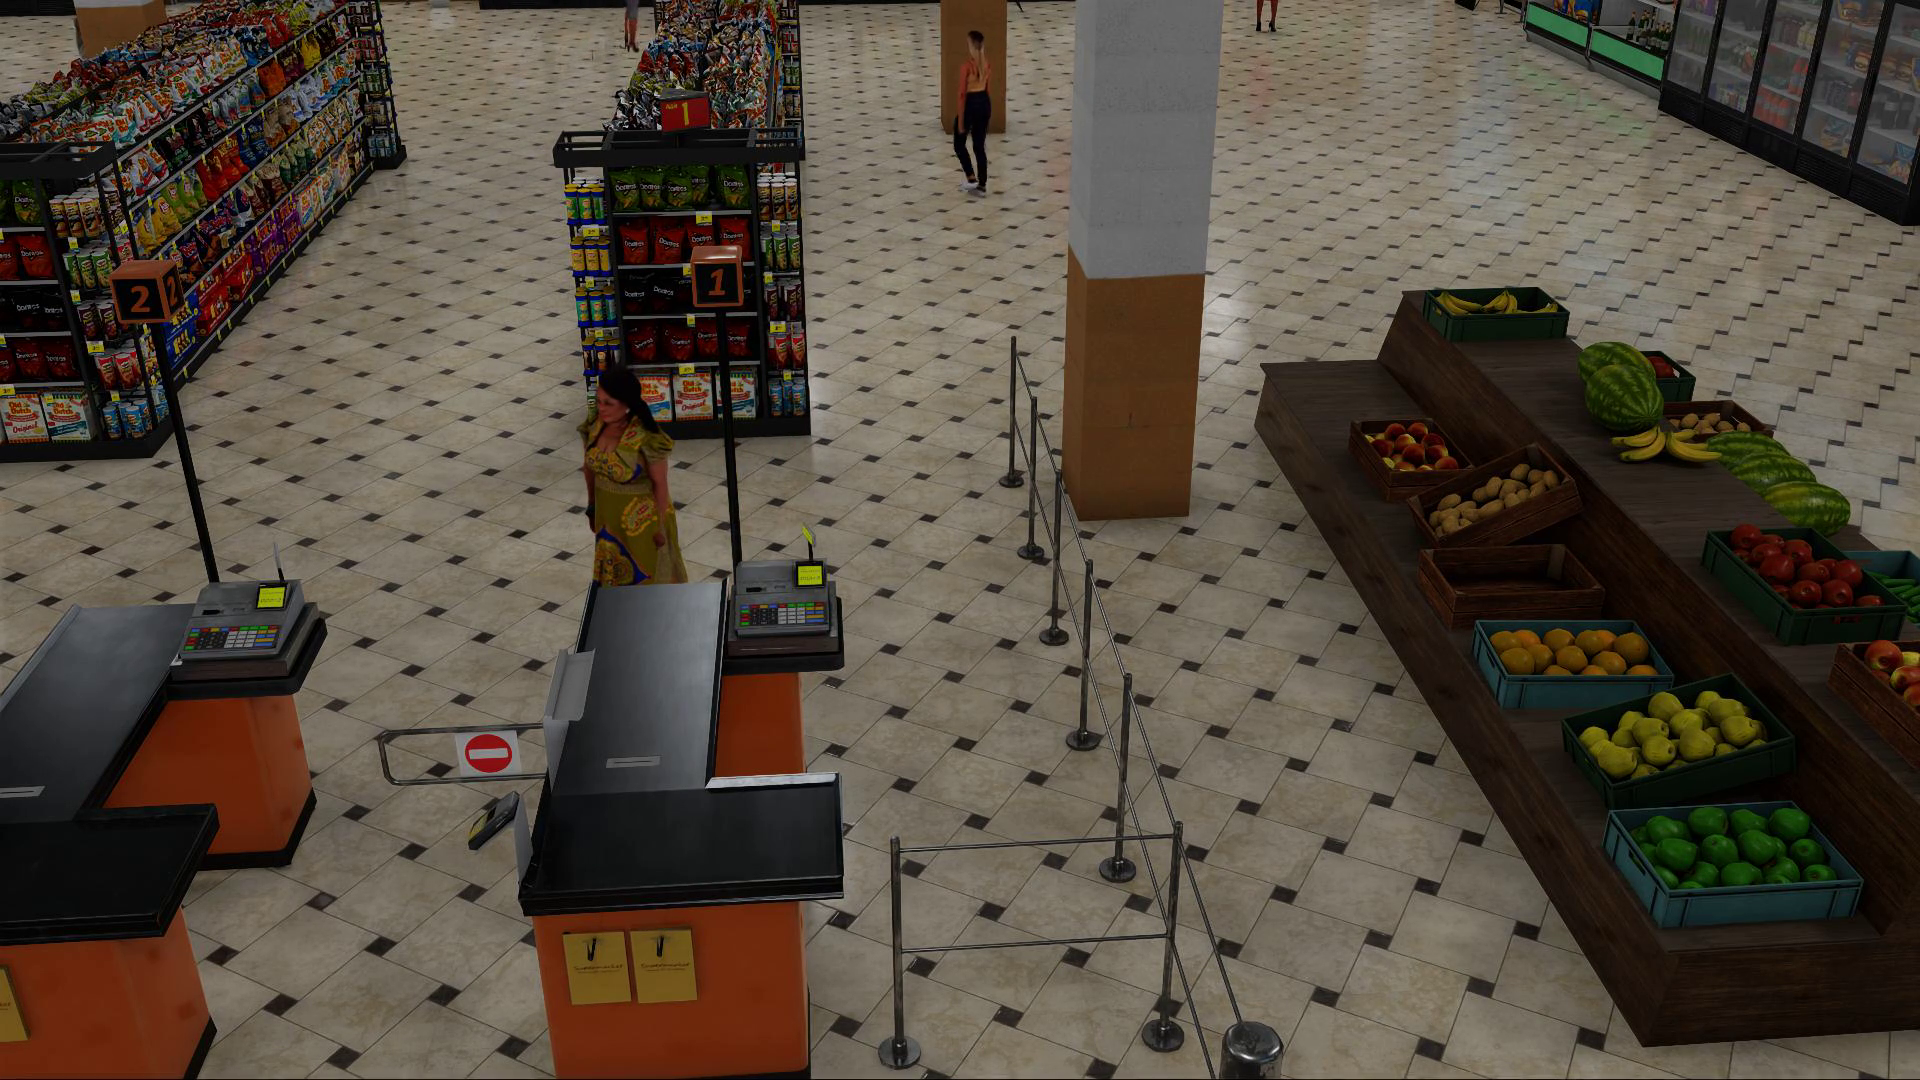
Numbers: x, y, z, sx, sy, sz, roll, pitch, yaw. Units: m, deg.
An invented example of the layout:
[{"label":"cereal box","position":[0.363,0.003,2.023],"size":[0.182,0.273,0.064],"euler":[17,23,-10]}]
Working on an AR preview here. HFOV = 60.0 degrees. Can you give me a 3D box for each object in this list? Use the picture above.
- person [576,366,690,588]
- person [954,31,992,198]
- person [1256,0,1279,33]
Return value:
[{"label":"person","position":[-1.661,-0.110,8.416],"size":[0.990,1.659,0.990],"euler":[12,29,22]},{"label":"person","position":[0.196,-4.214,16.557],"size":[0.714,1.617,0.756],"euler":[-21,33,-35]},{"label":"person","position":[4.640,-8.534,24.935],"size":[0.648,1.743,0.641],"euler":[10,29,19]}]
